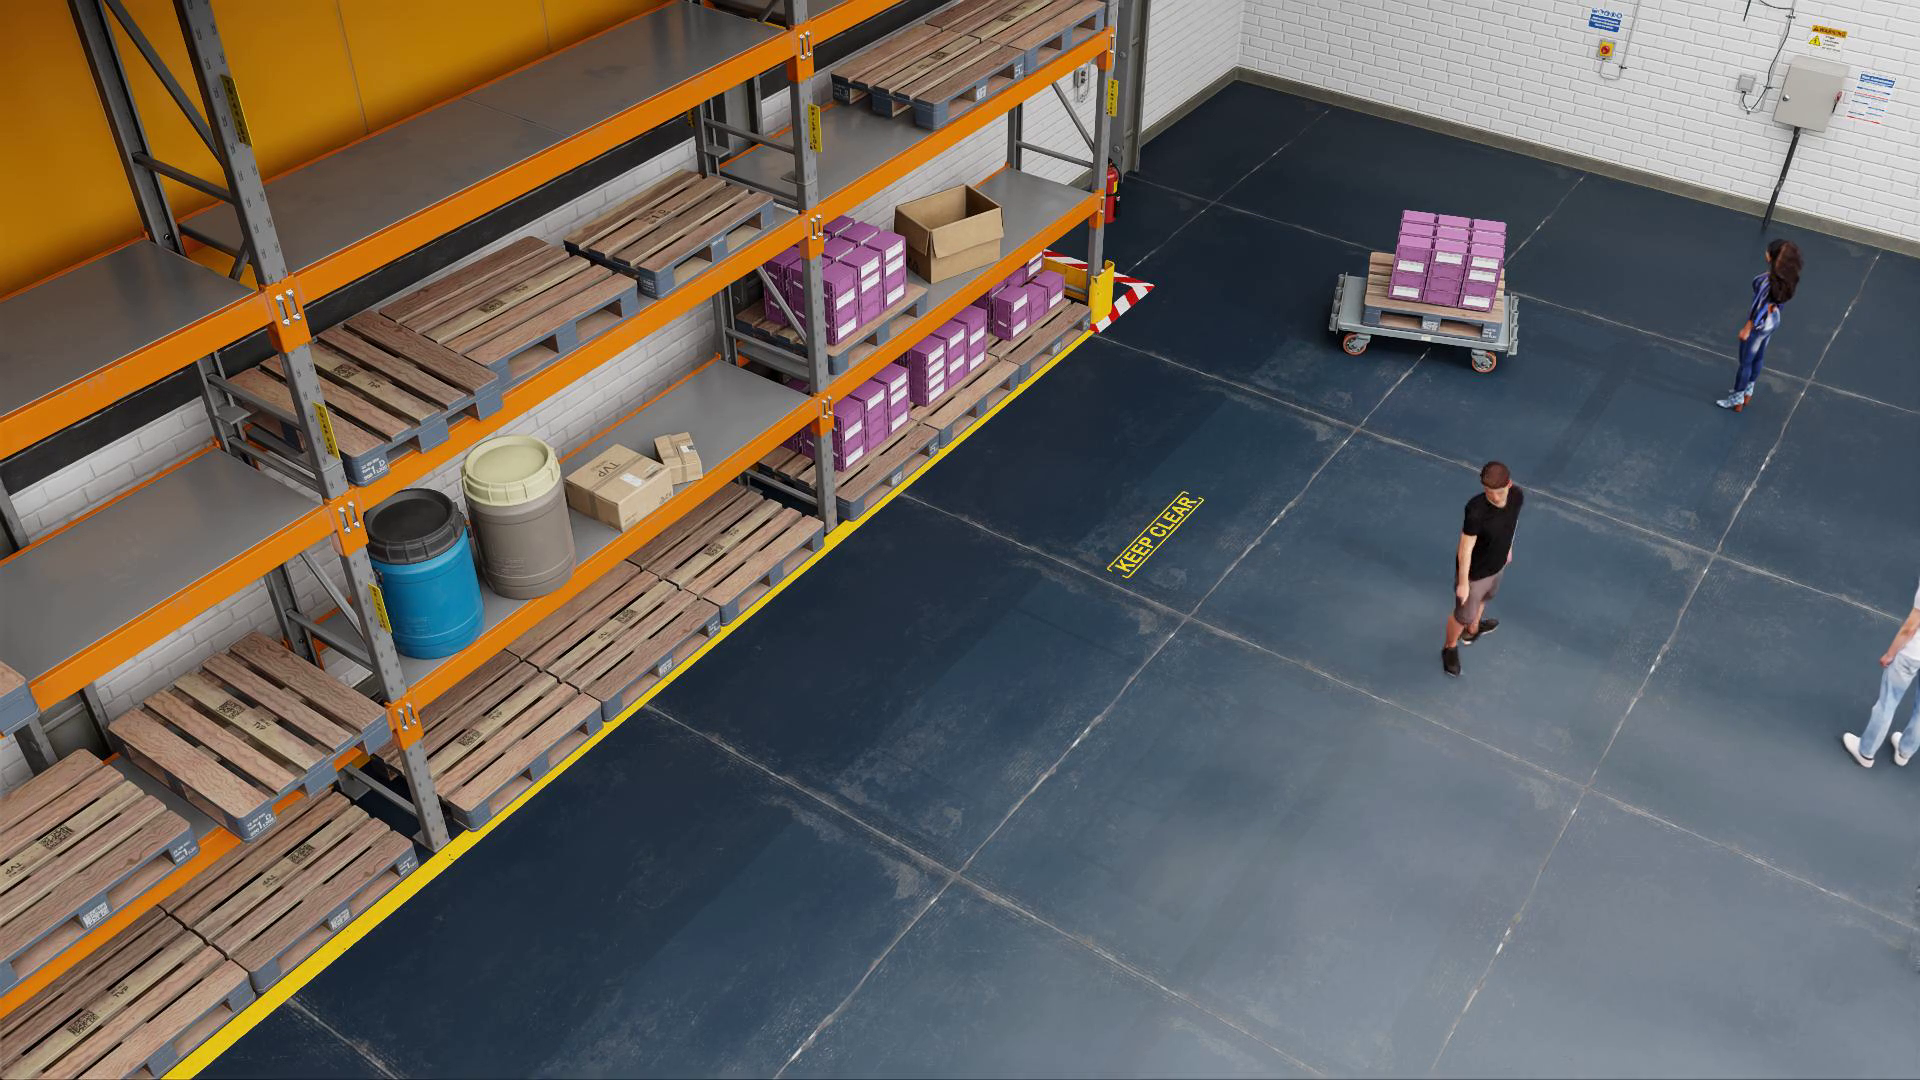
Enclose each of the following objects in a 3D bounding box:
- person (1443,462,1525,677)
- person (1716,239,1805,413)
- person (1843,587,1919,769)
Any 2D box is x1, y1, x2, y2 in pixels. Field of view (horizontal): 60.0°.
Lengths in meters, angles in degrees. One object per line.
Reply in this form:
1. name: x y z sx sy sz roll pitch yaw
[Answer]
1. person: 3.605 0.135 11.461 1.053 1.820 0.644 28 47 31
2. person: 6.779 -1.828 14.076 0.572 1.624 0.718 -27 46 -30
3. person: 6.211 0.731 10.690 0.732 1.851 0.736 1 39 2
